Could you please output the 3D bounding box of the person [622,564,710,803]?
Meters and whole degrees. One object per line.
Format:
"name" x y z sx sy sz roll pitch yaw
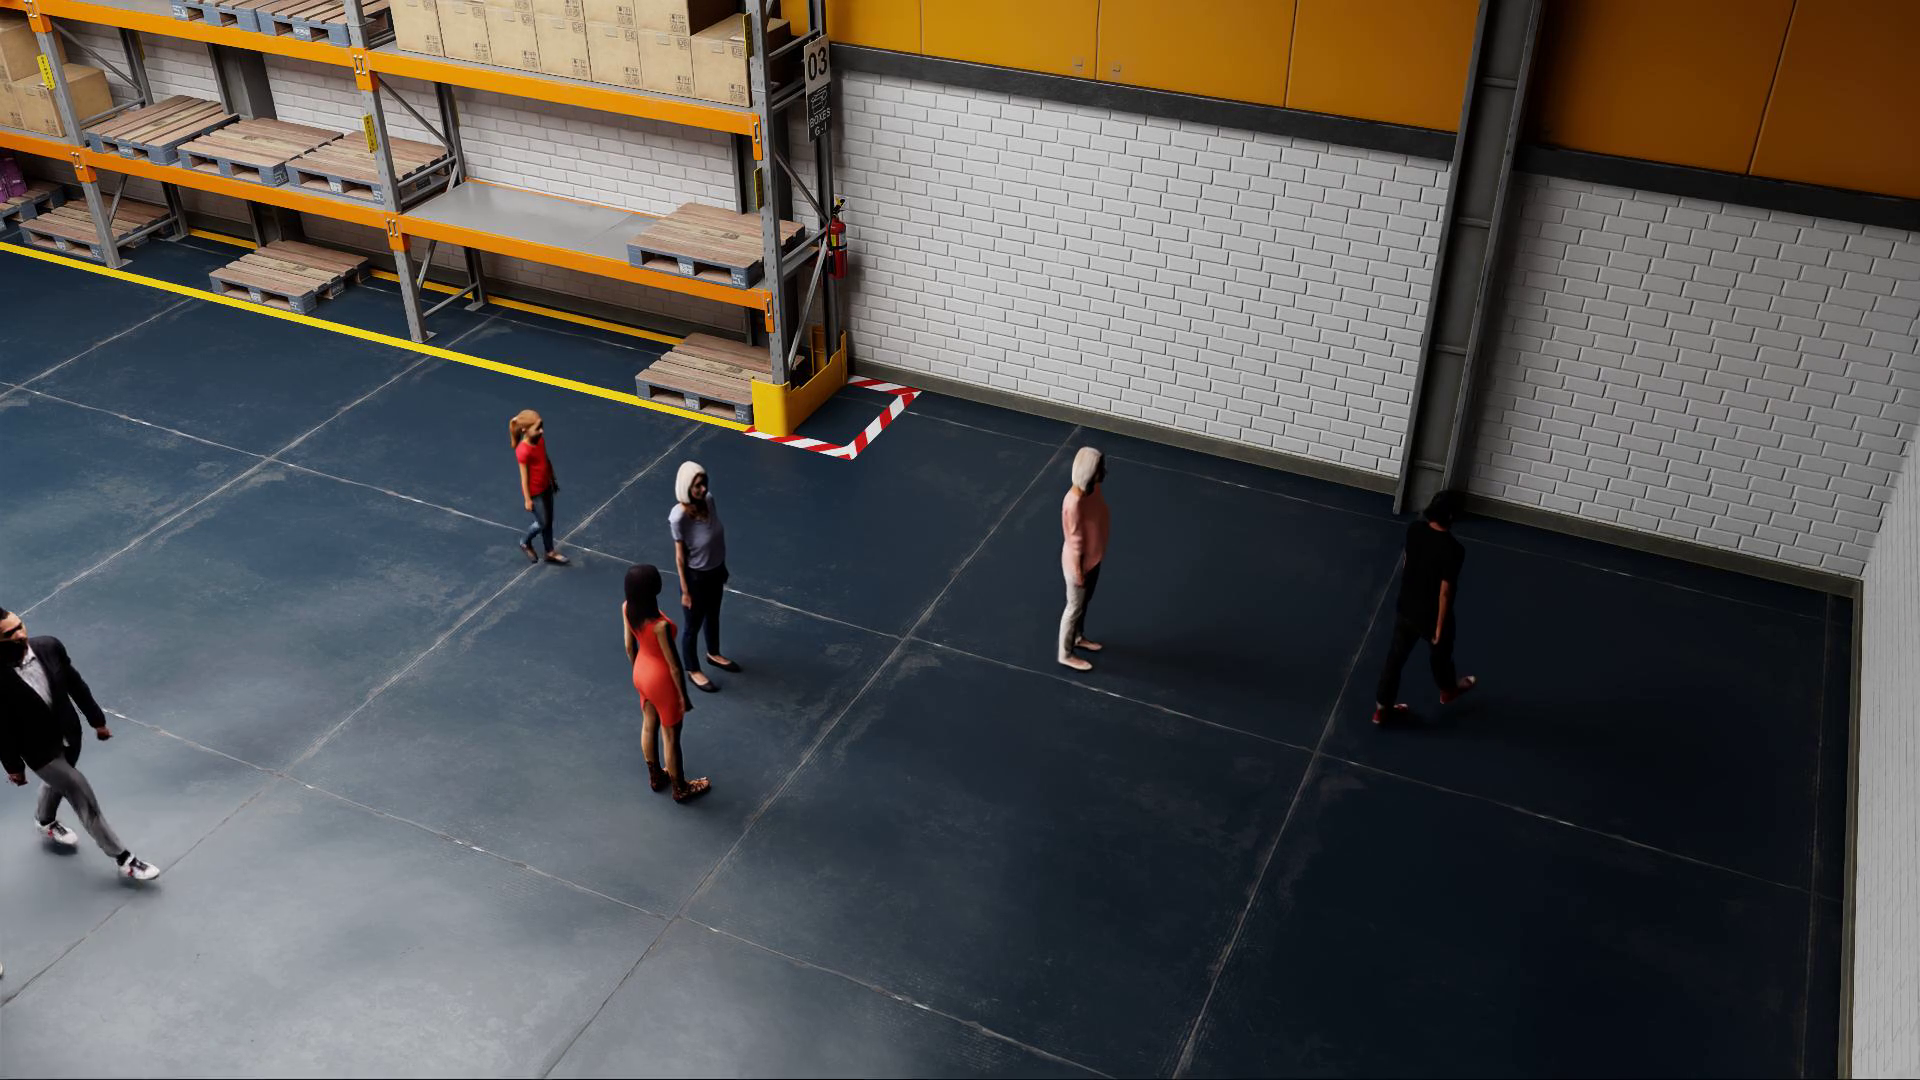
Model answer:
"person" -1.845 0.869 10.145 0.556 1.718 0.703 26 41 33

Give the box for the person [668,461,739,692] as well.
"person" -1.739 0.216 11.123 0.524 1.721 0.572 17 37 23

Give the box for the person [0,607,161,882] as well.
"person" -5.322 1.121 9.602 1.225 1.898 0.760 12 36 18

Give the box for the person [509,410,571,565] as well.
"person" -3.203 -0.386 12.406 0.619 1.305 0.536 11 35 15

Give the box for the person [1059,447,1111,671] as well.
"person" 0.828 0.107 11.284 0.534 1.726 0.603 12 35 18

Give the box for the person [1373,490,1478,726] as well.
"person" 2.933 0.482 10.716 1.049 1.730 1.084 -20 38 -27
